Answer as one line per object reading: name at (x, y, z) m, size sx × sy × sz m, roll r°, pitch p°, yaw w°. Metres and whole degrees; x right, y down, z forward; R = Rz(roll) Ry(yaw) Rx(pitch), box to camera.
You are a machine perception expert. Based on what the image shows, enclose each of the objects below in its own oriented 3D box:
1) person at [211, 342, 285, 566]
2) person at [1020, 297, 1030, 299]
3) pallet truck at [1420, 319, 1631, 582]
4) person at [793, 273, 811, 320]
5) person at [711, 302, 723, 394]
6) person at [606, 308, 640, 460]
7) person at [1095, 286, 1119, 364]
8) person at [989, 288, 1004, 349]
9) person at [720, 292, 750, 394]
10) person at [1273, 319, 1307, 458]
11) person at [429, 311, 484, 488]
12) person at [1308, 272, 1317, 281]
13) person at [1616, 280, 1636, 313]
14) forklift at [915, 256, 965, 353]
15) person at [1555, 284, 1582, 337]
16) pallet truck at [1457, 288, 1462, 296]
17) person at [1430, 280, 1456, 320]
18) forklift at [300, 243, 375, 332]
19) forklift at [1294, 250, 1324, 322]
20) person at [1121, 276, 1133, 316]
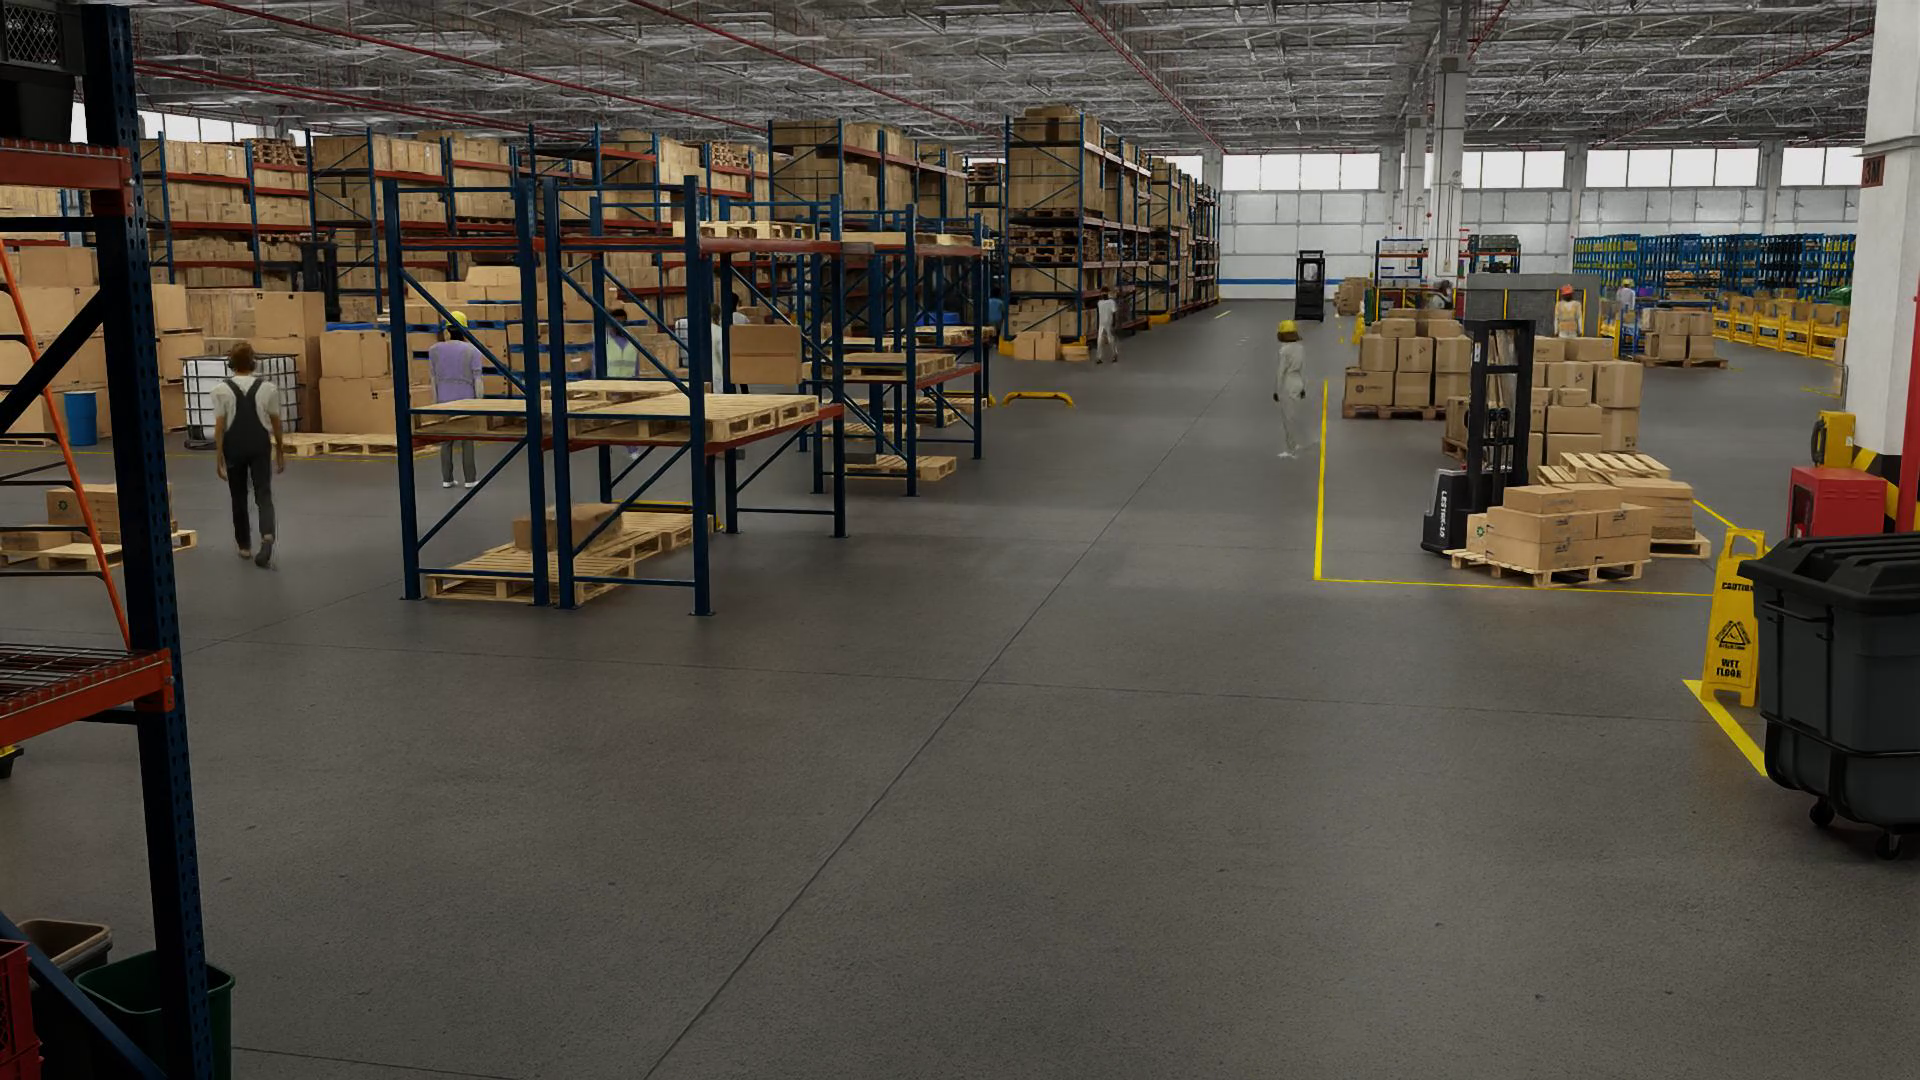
person at (-5.765, -0.695, 13.510) m, size 0.525 × 1.817 × 0.845 m, roll -5°, pitch 11°, yaw -28°
person at (2.174, -7.468, 53.923) m, size 0.533 × 1.699 × 0.322 m, roll -4°, pitch 11°, yaw -25°
pallet truck at (4.543, -0.757, 13.299) m, size 0.823 × 1.965 × 1.885 m, roll -4°, pitch 10°, yaw -22°
person at (-5.355, -8.125, 56.876) m, size 0.639 × 2.010 × 0.870 m, roll 1°, pitch 10°, yaw 5°
person at (-3.111, -2.015, 20.939) m, size 0.627 × 1.934 × 0.372 m, roll 6°, pitch 12°, yaw 34°
person at (-4.266, -1.955, 20.750) m, size 0.592 × 1.885 × 0.942 m, roll -6°, pitch 11°, yaw -30°
person at (3.517, -5.132, 39.677) m, size 0.521 × 1.847 × 0.841 m, roll 7°, pitch 12°, yaw 34°
person at (0.995, -6.091, 45.788) m, size 0.555 × 1.684 × 0.364 m, roll 2°, pitch 10°, yaw 11°
person at (-3.581, -2.947, 26.404) m, size 0.377 × 1.958 × 0.606 m, roll 7°, pitch 12°, yaw 35°
person at (4.088, -1.879, 20.737) m, size 0.509 × 1.721 × 0.445 m, roll -9°, pitch 13°, yaw -42°
person at (-5.437, -1.513, 18.030) m, size 0.581 × 1.919 × 0.406 m, roll 0°, pitch 10°, yaw 2°
person at (15.229, -10.582, 71.723) m, size 0.644 × 1.913 × 0.649 m, roll 6°, pitch 11°, yaw 33°
person at (21.836, -7.633, 54.610) m, size 0.602 × 1.802 × 0.768 m, roll 3°, pitch 10°, yaw 18°
forklift at (-0.490, -6.358, 43.855) m, size 1.129 × 2.768 × 1.873 m, roll 2°, pitch 10°, yaw 12°
person at (13.155, -4.556, 35.990) m, size 0.551 × 1.934 × 0.378 m, roll 3°, pitch 10°, yaw 16°
pallet truck at (20.506, -9.785, 68.819) m, size 0.653 × 1.274 × 1.630 m, roll 2°, pitch 10°, yaw 12°
person at (11.268, -5.015, 38.387) m, size 0.950 × 2.000 × 0.687 m, roll 8°, pitch 13°, yaw 41°
forklift at (-13.842, -5.061, 36.177) m, size 1.873 × 2.768 × 1.129 m, roll 2°, pitch 10°, yaw 12°
forklift at (13.778, -10.002, 65.433) m, size 1.129 × 2.768 × 1.873 m, roll 2°, pitch 10°, yaw 12°
person at (6.033, -8.410, 59.010) m, size 0.925 × 1.871 × 0.647 m, roll 3°, pitch 10°, yaw 19°
